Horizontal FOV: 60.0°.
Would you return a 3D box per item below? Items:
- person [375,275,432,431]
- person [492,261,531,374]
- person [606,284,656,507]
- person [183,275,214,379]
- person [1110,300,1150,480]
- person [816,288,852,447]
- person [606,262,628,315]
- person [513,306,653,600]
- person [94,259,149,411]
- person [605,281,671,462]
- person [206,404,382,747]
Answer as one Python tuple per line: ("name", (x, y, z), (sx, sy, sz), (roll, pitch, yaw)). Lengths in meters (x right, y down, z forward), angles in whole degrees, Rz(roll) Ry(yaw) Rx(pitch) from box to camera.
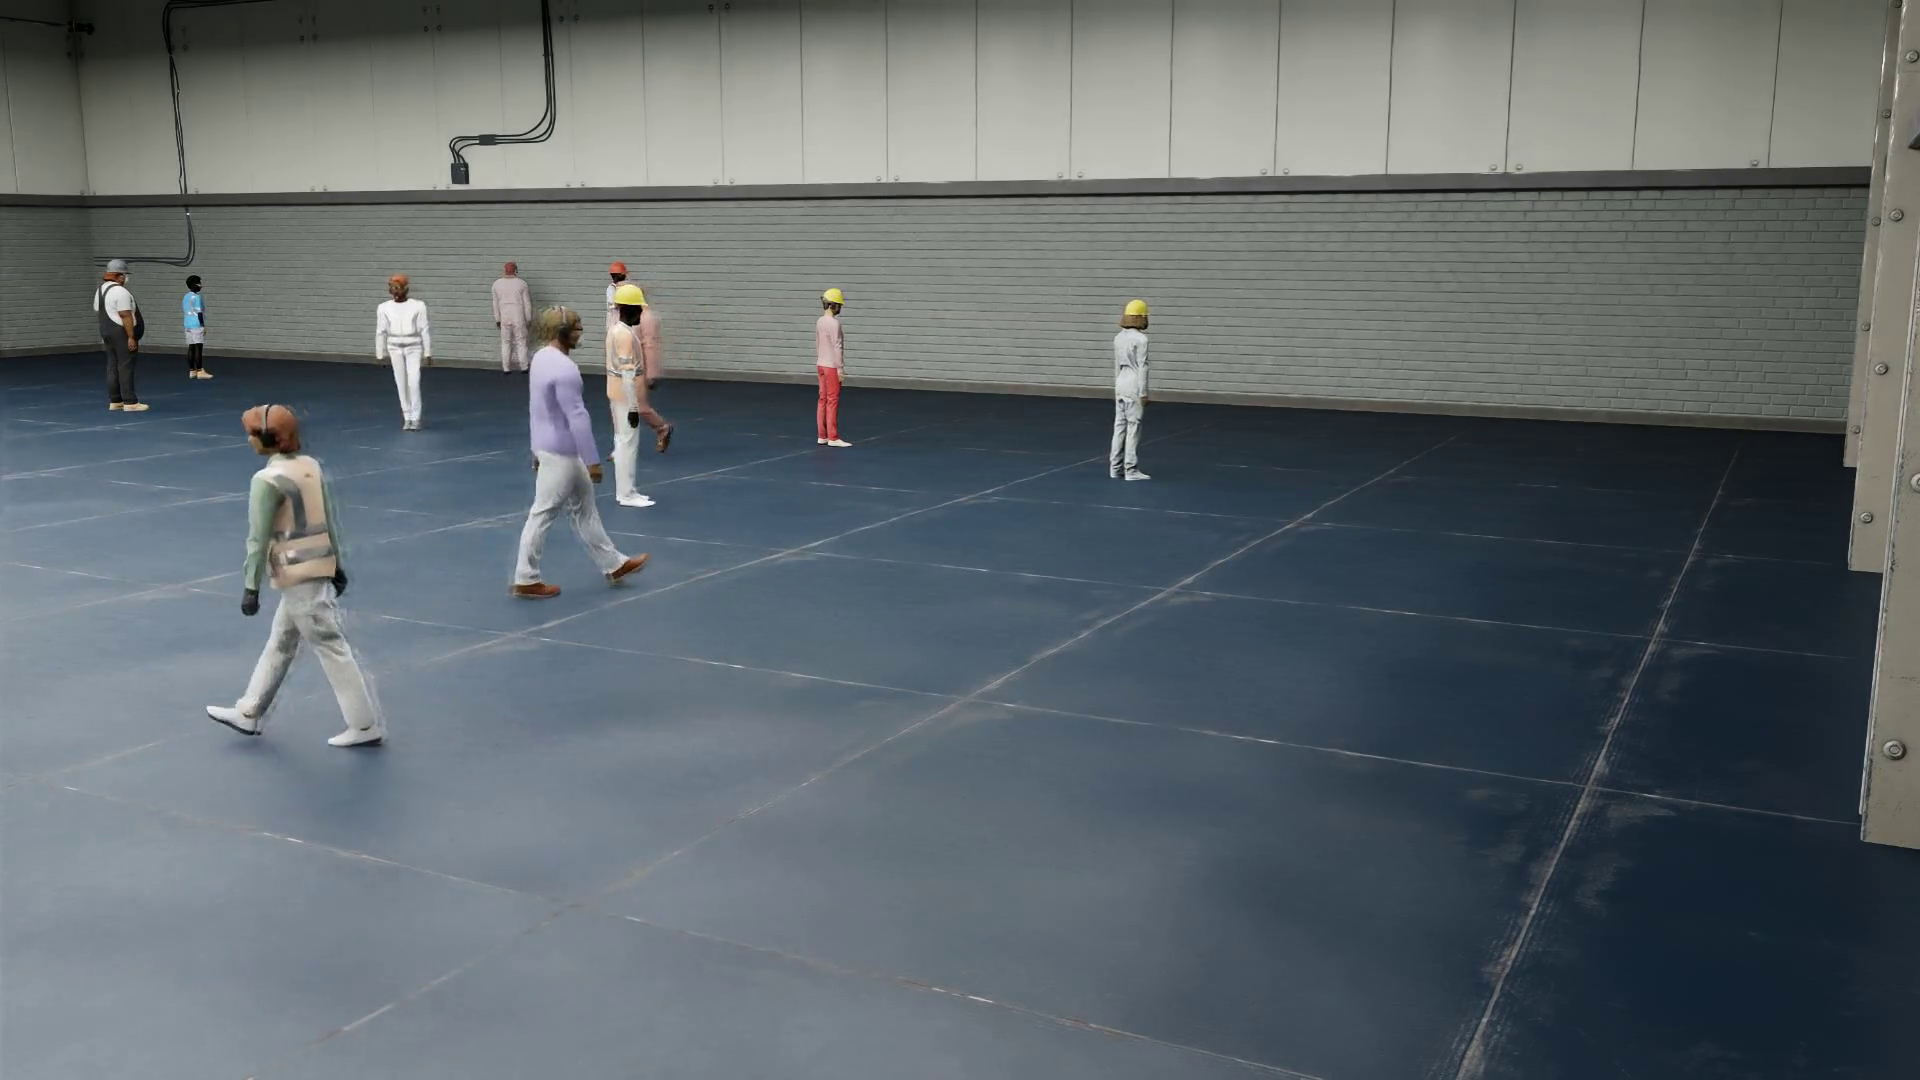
("person", (-6.692, -2.220, 19.929), (0.619, 1.861, 0.754), (-1, 10, -6))
("person", (-7.570, -3.758, 28.203), (0.642, 1.908, 0.407), (1, 10, 3))
("person", (-2.883, -1.254, 14.491), (0.380, 1.924, 0.643), (-4, 11, -19))
("person", (-12.569, -3.498, 27.351), (0.533, 1.698, 0.322), (10, 14, 42))
("person", (1.676, -1.444, 16.062), (0.341, 1.731, 0.490), (-6, 12, -30))
("person", (-1.425, -1.916, 18.556), (0.318, 1.764, 0.522), (-6, 12, -29))
("person", (-5.310, -3.352, 25.902), (0.358, 1.938, 0.542), (0, 10, -2))
("person", (-2.487, -0.563, 10.821), (1.002, 1.887, 0.660), (-5, 11, -25))
("person", (-11.266, -2.761, 22.398), (0.684, 2.000, 0.535), (7, 13, 35))
("person", (-3.430, -1.782, 17.494), (0.650, 1.886, 0.749), (6, 12, 31))
("person", (-3.088, 0.177, 7.596), (0.885, 1.581, 0.526), (0, 10, 1))
